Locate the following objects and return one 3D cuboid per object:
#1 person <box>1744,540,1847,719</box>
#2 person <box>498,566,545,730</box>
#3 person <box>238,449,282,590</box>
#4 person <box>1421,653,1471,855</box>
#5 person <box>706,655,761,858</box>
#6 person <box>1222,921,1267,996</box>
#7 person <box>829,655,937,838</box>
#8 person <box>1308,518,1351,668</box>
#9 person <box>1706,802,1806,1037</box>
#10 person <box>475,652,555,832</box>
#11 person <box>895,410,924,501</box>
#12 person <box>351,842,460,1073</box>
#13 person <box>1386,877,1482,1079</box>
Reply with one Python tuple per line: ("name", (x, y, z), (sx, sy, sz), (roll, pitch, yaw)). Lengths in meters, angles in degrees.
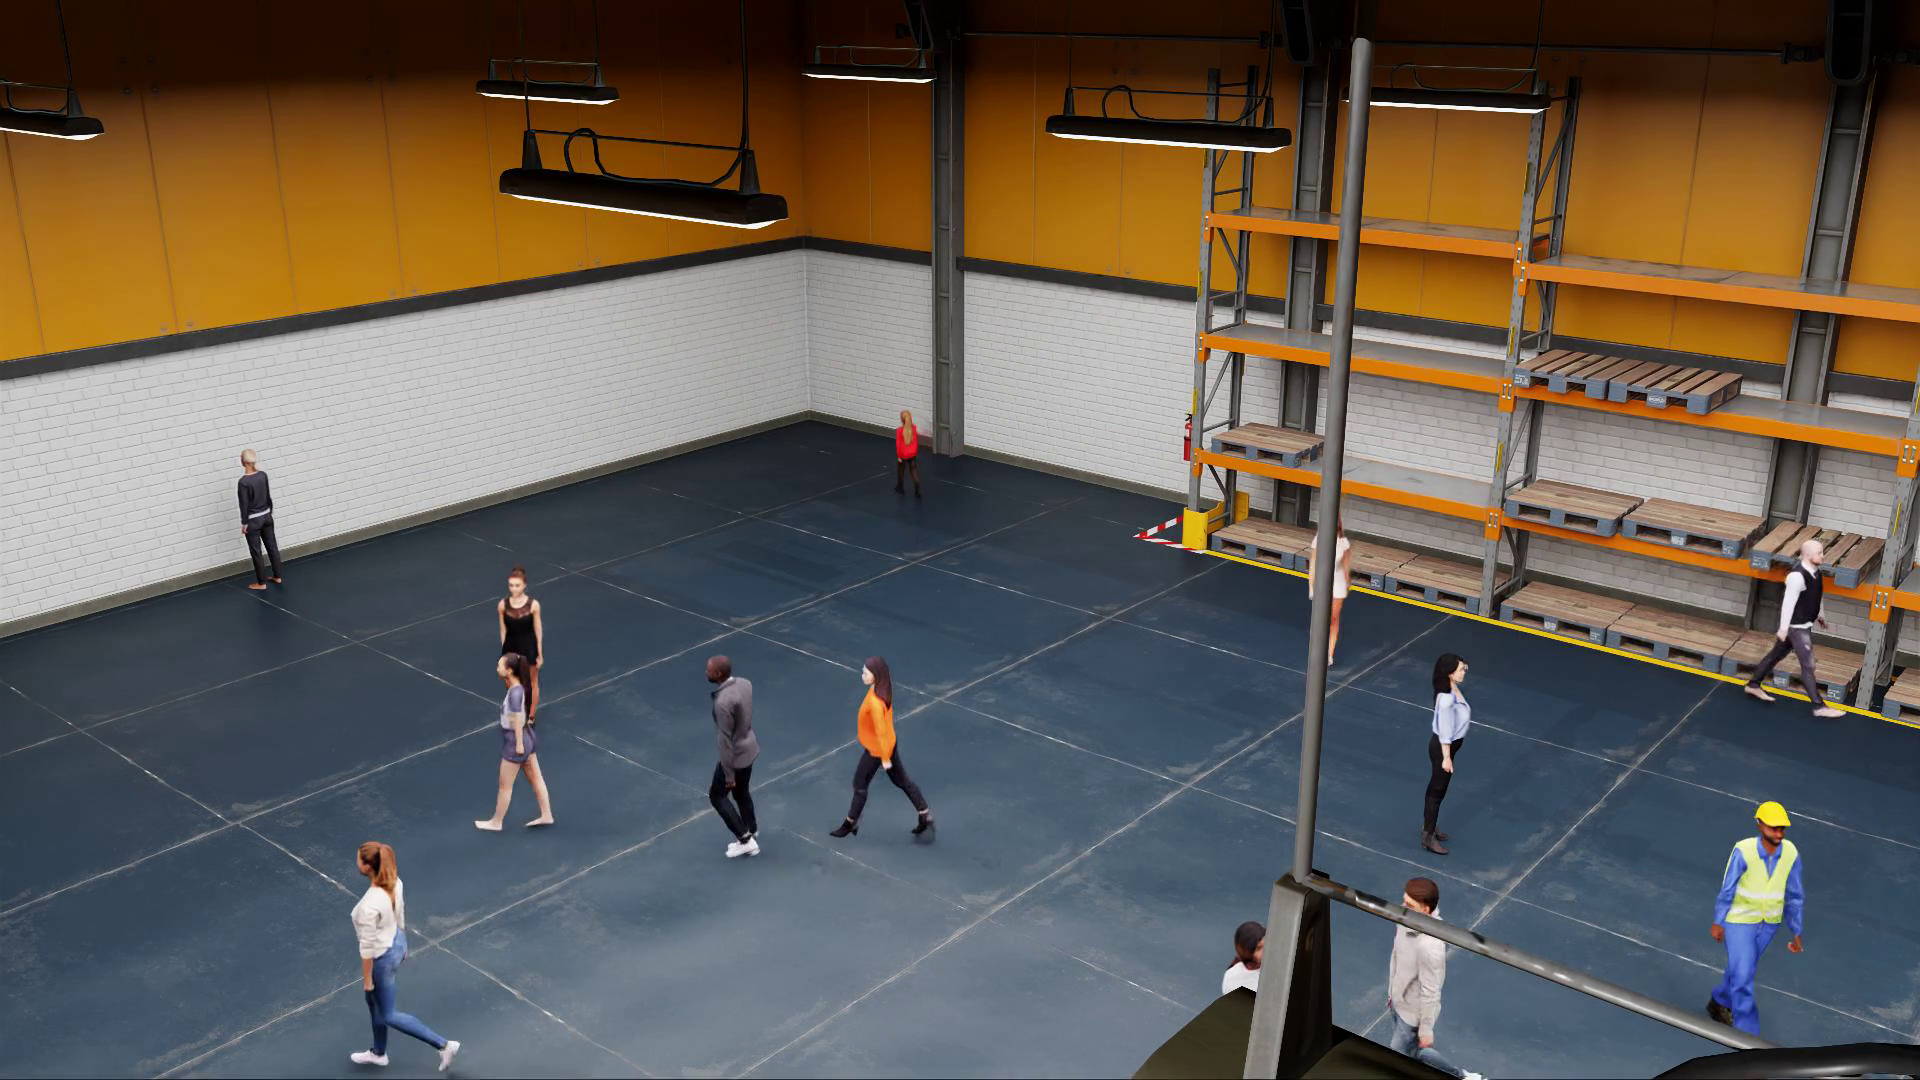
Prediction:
("person", (8.263, 0.861, 16.586), (1.202, 1.769, 0.698), (16, 24, 39))
("person", (-4.241, 1.041, 16.208), (0.700, 1.667, 0.765), (0, 19, -1))
("person", (-8.452, -0.273, 20.017), (0.603, 1.727, 0.649), (9, 20, 24))
("person", (4.047, 1.766, 13.935), (0.695, 1.744, 0.720), (6, 19, 16))
("person", (-1.749, 1.808, 13.737), (0.789, 1.791, 0.817), (6, 20, 17))
("person", (1.733, 3.081, 10.068), (0.630, 1.720, 0.598), (-13, 23, -34))
("person", (-0.573, 1.778, 13.972), (1.220, 1.698, 1.020), (3, 19, 9))
("person", (3.981, 0.480, 17.901), (1.051, 1.651, 0.881), (6, 20, 18))
("person", (5.406, 2.581, 11.443), (1.073, 1.791, 1.151), (-2, 19, -7))
("person", (-3.673, 1.734, 14.212), (0.984, 1.629, 0.909), (-1, 19, -2))
("person", (-0.711, -1.191, 23.469), (0.761, 1.263, 0.957), (-7, 20, -20))
("person", (-3.719, 2.791, 10.967), (1.131, 1.696, 0.985), (2, 19, 6))
("person", (2.918, 2.925, 10.361), (1.182, 1.829, 1.144), (-3, 19, -7))
